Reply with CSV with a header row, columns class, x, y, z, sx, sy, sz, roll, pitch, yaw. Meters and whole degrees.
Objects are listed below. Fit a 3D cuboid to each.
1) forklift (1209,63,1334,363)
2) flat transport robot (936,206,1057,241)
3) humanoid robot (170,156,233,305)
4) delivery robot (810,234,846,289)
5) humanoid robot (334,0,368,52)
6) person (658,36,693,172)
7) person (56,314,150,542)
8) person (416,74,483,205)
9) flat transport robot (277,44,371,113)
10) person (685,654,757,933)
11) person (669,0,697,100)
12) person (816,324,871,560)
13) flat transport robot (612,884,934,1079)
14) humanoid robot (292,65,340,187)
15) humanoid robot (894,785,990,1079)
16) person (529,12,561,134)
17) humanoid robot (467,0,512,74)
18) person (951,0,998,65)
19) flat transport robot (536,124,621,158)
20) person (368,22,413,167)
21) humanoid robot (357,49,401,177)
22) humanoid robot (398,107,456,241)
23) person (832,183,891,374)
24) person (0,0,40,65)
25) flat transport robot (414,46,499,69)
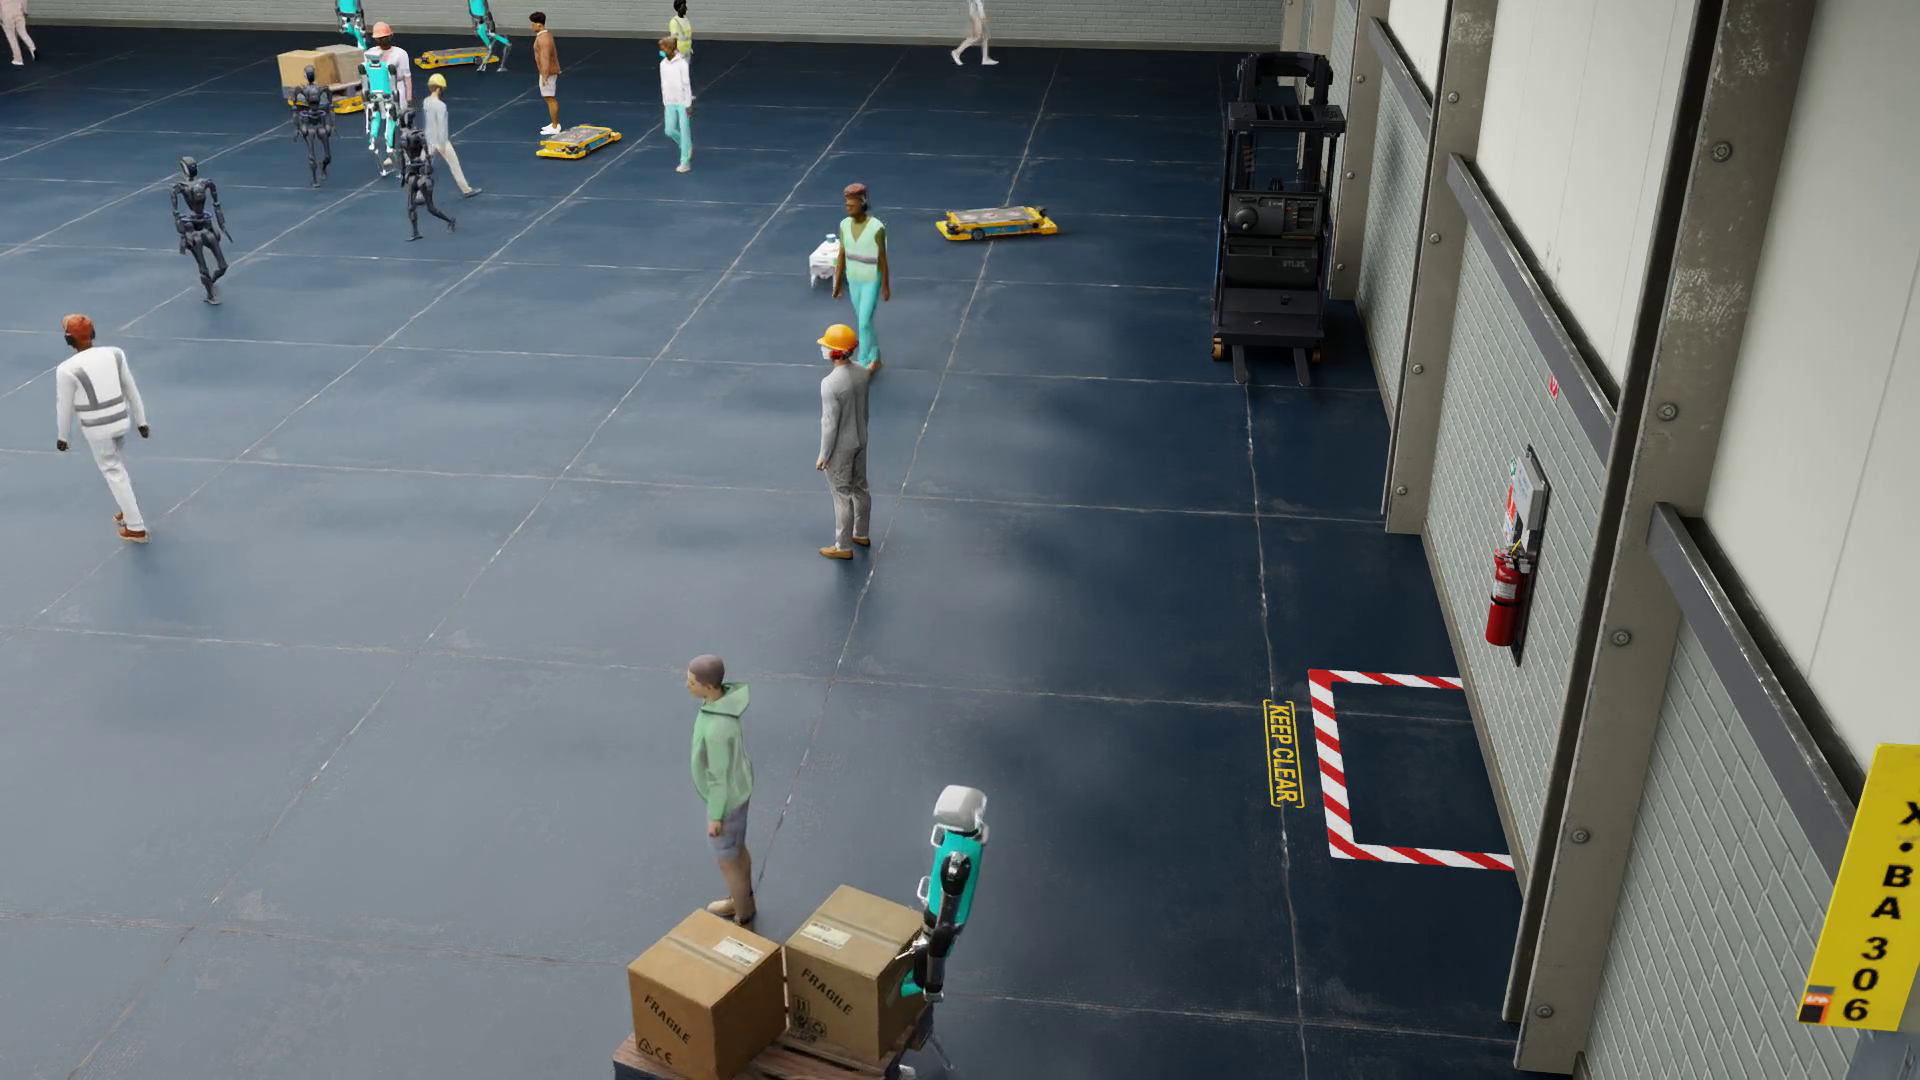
class,x,y,z,sx,sy,sz,roll,pitch,yaw
forklift,3.241,-3.477,17.183,1.129,2.768,1.873,3,27,6
flat transport robot,0.464,-4.032,21.187,1.431,0.231,0.659,-6,27,-13
humanoid robot,-8.431,-3.439,18.430,0.414,1.642,0.603,19,32,33
delivery robot,-1.481,-3.256,19.298,0.499,0.575,0.754,6,27,12
humanoid robot,-10.894,-9.307,30.096,0.569,1.795,0.803,5,27,10
person,-4.023,-6.241,23.785,0.518,1.896,0.480,11,29,21
person,-6.794,-0.886,13.122,0.656,1.861,0.594,10,28,20
person,-6.978,-5.352,22.224,0.536,1.694,0.990,20,33,35
flat transport robot,-10.506,-7.341,27.793,1.431,0.231,0.659,16,31,28
person,-1.241,1.363,8.783,0.318,1.734,0.478,-2,27,-3
person,-4.673,-8.249,28.010,0.322,1.696,0.535,11,29,20
person,-0.894,-0.760,12.843,0.357,1.897,0.563,15,30,28
flat transport robot,-0.884,2.586,7.975,0.659,0.231,1.431,11,29,21
humanoid robot,-8.990,-5.778,23.107,0.616,1.634,0.549,-17,31,-30
humanoid robot,-0.276,1.904,7.744,0.834,1.792,0.549,3,27,7
person,-6.421,-7.279,25.913,0.403,1.845,0.797,-5,27,-11
humanoid robot,-8.444,-9.271,30.001,0.576,1.716,0.946,16,31,29
person,0.276,-9.725,30.795,0.826,1.846,0.506,-1,27,-1
flat transport robot,-5.765,-6.034,25.184,0.659,0.231,1.431,8,28,16
person,-8.189,-6.412,23.961,0.604,2.044,0.374,3,27,5
humanoid robot,-8.139,-5.920,23.313,0.531,1.796,0.676,0,27,-1
humanoid robot,-6.711,-4.575,20.737,0.612,1.646,0.693,17,31,31
person,-1.017,-2.480,16.215,0.510,1.947,0.888,15,30,28
person,-17.569,-9.759,30.807,0.510,1.890,0.672,14,30,26
flat transport robot,-9.442,-9.042,31.190,1.431,0.231,0.659,-14,30,-26
